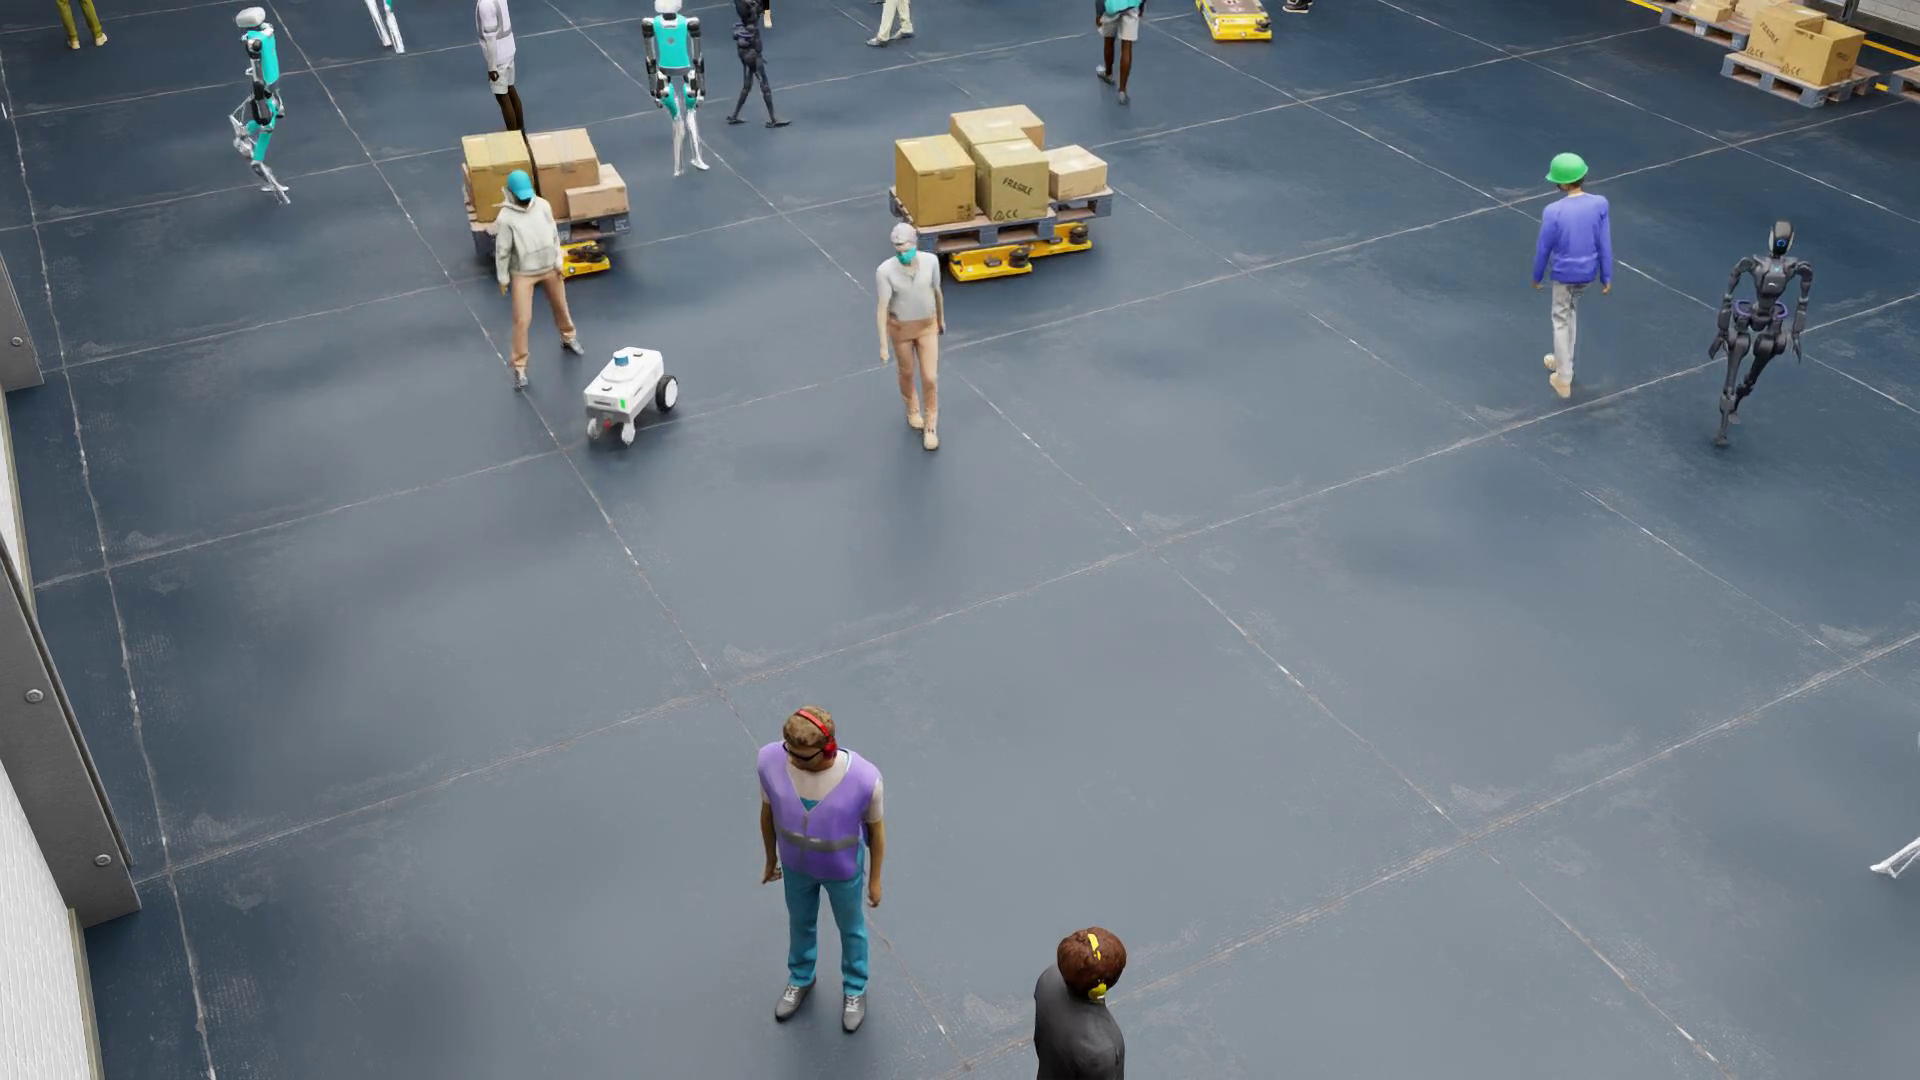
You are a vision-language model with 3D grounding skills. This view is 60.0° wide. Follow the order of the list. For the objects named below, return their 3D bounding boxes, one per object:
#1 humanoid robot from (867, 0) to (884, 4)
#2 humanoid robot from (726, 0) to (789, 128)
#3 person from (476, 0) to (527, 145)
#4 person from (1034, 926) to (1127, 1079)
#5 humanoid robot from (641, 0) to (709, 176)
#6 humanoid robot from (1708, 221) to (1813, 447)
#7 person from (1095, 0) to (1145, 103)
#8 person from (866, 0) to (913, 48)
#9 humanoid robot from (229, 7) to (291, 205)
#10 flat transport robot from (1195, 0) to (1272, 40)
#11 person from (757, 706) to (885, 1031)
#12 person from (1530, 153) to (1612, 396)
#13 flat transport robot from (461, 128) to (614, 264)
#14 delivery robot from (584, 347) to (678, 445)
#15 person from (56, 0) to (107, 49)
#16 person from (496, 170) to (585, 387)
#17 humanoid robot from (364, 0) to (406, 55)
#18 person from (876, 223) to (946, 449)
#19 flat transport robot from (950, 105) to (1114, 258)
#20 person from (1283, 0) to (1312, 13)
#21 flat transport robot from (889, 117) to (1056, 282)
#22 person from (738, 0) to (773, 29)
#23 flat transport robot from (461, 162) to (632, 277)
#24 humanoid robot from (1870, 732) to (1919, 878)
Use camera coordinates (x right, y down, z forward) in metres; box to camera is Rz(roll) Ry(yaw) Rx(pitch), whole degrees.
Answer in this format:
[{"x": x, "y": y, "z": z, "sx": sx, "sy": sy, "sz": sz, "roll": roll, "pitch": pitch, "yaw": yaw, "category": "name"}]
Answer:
[{"x": -0.848, "y": -7.237, "z": 19.836, "sx": 0.566, "sy": 1.640, "sz": 0.601, "roll": -4, "pitch": 35, "yaw": -5, "category": "humanoid robot"}, {"x": -2.091, "y": -4.920, "z": 16.552, "sx": 0.627, "sy": 1.663, "sz": 0.615, "roll": -11, "pitch": 37, "yaw": -16, "category": "humanoid robot"}, {"x": -4.446, "y": -4.637, "z": 15.894, "sx": 0.381, "sy": 1.929, "sz": 0.541, "roll": 0, "pitch": 35, "yaw": 0, "category": "person"}, {"x": 0.451, "y": 2.143, "z": 6.257, "sx": 0.355, "sy": 1.875, "sz": 0.491, "roll": -14, "pitch": 37, "yaw": -19, "category": "person"}, {"x": -2.606, "y": -4.226, "z": 15.498, "sx": 0.530, "sy": 1.802, "sz": 0.795, "roll": -1, "pitch": 35, "yaw": -2, "category": "humanoid robot"}, {"x": 5.576, "y": -1.433, "z": 11.570, "sx": 0.602, "sy": 1.628, "sz": 0.752, "roll": 7, "pitch": 36, "yaw": 10, "category": "humanoid robot"}, {"x": 1.653, "y": -5.573, "z": 17.264, "sx": 0.568, "sy": 1.884, "sz": 0.944, "roll": -3, "pitch": 35, "yaw": -4, "category": "person"}, {"x": -0.847, "y": -6.455, "z": 18.582, "sx": 0.772, "sy": 1.815, "sz": 0.580, "roll": -21, "pitch": 40, "yaw": -27, "category": "person"}, {"x": -6.394, "y": -3.854, "z": 14.976, "sx": 0.742, "sy": 1.833, "sz": 0.530, "roll": -3, "pitch": 35, "yaw": -4, "category": "humanoid robot"}, {"x": 3.209, "y": -6.207, "z": 19.577, "sx": 0.659, "sy": 0.231, "sz": 1.431, "roll": -1, "pitch": 35, "yaw": -2, "category": "flat transport robot"}, {"x": -0.594, "y": 1.419, "z": 7.322, "sx": 0.563, "sy": 1.837, "sz": 0.396, "roll": 9, "pitch": 36, "yaw": 13, "category": "person"}, {"x": 4.432, "y": -1.953, "z": 12.153, "sx": 0.551, "sy": 1.814, "sz": 0.588, "roll": -5, "pitch": 35, "yaw": -7, "category": "person"}, {"x": -3.647, "y": -2.686, "z": 14.551, "sx": 0.659, "sy": 0.231, "sz": 1.431, "roll": -11, "pitch": 37, "yaw": -15, "category": "flat transport robot"}, {"x": -2.410, "y": -1.088, "z": 12.035, "sx": 0.499, "sy": 0.612, "sz": 0.805, "roll": 9, "pitch": 36, "yaw": 13, "category": "delivery robot"}, {"x": -10.003, "y": -6.404, "z": 18.497, "sx": 0.522, "sy": 1.832, "sz": 0.371, "roll": -14, "pitch": 37, "yaw": -18, "category": "person"}, {"x": -3.186, "y": -1.991, "z": 12.372, "sx": 0.651, "sy": 1.642, "sz": 0.478, "roll": -24, "pitch": 42, "yaw": -30, "category": "person"}, {"x": -6.424, "y": -6.233, "z": 18.331, "sx": 0.546, "sy": 1.746, "sz": 0.903, "roll": -16, "pitch": 38, "yaw": -21, "category": "humanoid robot"}, {"x": -0.322, "y": -1.441, "z": 11.529, "sx": 0.515, "sy": 1.691, "sz": 0.701, "roll": -6, "pitch": 36, "yaw": -9, "category": "person"}, {"x": 0.601, "y": -2.917, "z": 14.880, "sx": 0.659, "sy": 0.231, "sz": 1.431, "roll": -11, "pitch": 37, "yaw": -16, "category": "flat transport robot"}, {"x": 4.096, "y": -7.215, "z": 19.549, "sx": 0.365, "sy": 1.958, "sz": 0.607, "roll": 12, "pitch": 37, "yaw": 16, "category": "person"}, {"x": 0.092, "y": -2.663, "z": 14.518, "sx": 0.659, "sy": 0.231, "sz": 1.431, "roll": -10, "pitch": 36, "yaw": -14, "category": "flat transport robot"}, {"x": -2.382, "y": -6.719, "z": 19.063, "sx": 0.539, "sy": 1.695, "sz": 0.317, "roll": -2, "pitch": 35, "yaw": -3, "category": "person"}, {"x": -3.566, "y": -2.664, "z": 14.519, "sx": 0.659, "sy": 0.231, "sz": 1.431, "roll": -15, "pitch": 38, "yaw": -20, "category": "flat transport robot"}, {"x": 5.026, "y": 1.043, "z": 7.975, "sx": 0.921, "sy": 1.780, "sz": 0.569, "roll": 12, "pitch": 37, "yaw": 16, "category": "humanoid robot"}]
